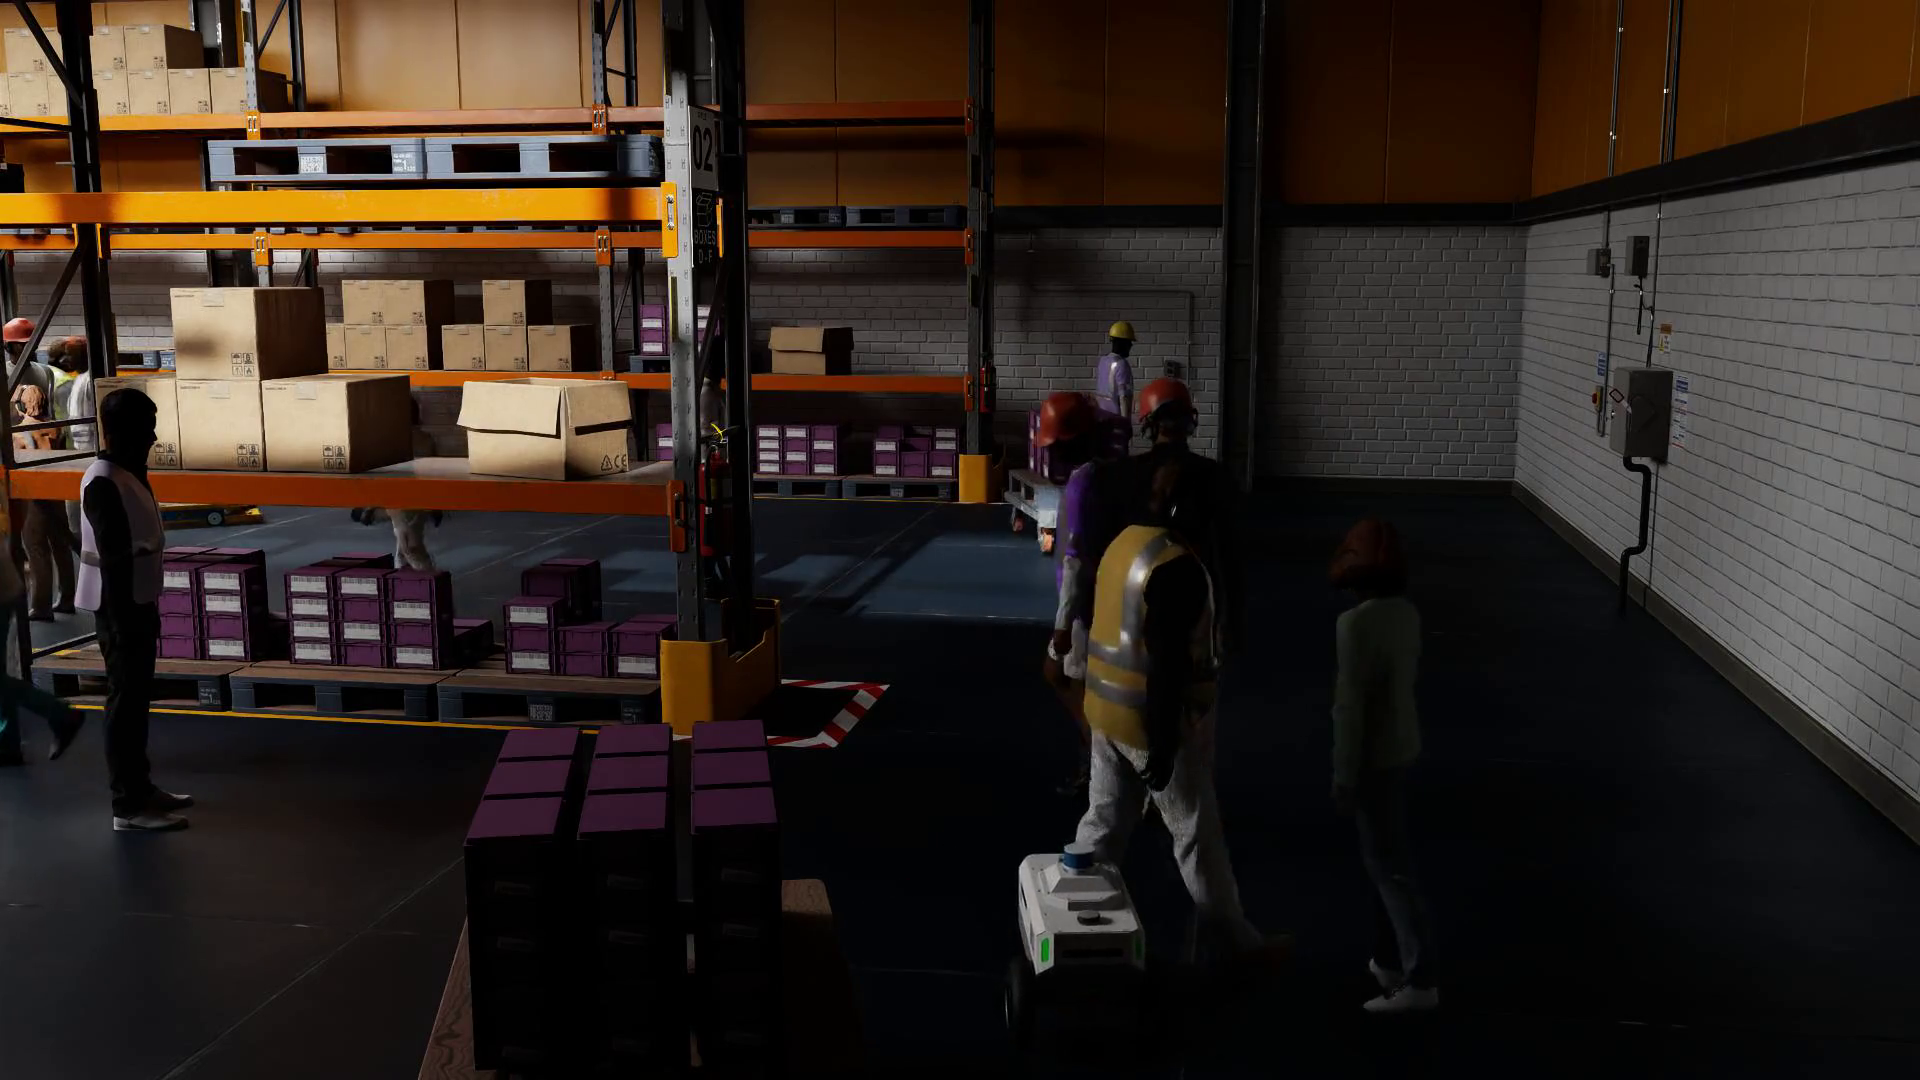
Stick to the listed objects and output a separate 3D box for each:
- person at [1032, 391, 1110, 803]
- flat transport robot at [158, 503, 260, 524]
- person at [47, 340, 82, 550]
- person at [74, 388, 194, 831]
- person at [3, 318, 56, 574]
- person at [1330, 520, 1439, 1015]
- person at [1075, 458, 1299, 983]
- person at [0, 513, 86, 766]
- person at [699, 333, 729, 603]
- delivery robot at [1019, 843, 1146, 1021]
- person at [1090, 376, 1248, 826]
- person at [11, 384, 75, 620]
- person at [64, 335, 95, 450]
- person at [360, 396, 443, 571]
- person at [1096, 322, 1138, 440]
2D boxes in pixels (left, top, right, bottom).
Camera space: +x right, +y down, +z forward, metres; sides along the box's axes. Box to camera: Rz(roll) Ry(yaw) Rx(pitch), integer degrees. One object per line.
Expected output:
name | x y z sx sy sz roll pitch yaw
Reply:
person | 0.534 0.277 7.420 0.421 1.892 0.612 2 9 12
flat transport robot | -7.473 -0.277 15.880 1.431 0.197 0.652 -4 10 -24
person | -7.795 -0.813 14.410 0.694 1.826 0.476 8 12 40
person | -3.611 0.299 7.223 0.392 1.914 0.587 -3 10 -19
person | -7.466 -0.754 13.356 0.373 2.043 0.615 3 10 19
person | 1.404 0.744 5.458 0.451 1.602 0.537 6 11 34
person | 0.738 0.622 5.619 0.896 1.787 0.678 -3 10 -17
person | -4.585 0.270 7.927 0.546 1.745 0.552 -4 10 -22
person | -1.794 -0.526 12.184 0.368 1.965 0.603 -2 9 -11
delivery robot | 0.384 1.226 5.385 0.477 0.478 0.707 0 9 -3
person | 0.895 0.293 7.103 0.691 1.960 0.620 1 9 3
person | -6.393 -0.263 11.555 0.308 1.641 0.514 2 9 10
person | -7.348 -0.793 14.088 0.337 1.883 0.584 -7 12 -38
person | -3.792 -0.211 11.380 0.851 1.594 0.516 4 10 22
person | 1.554 -1.190 16.446 0.382 1.920 0.585 -3 10 -20
